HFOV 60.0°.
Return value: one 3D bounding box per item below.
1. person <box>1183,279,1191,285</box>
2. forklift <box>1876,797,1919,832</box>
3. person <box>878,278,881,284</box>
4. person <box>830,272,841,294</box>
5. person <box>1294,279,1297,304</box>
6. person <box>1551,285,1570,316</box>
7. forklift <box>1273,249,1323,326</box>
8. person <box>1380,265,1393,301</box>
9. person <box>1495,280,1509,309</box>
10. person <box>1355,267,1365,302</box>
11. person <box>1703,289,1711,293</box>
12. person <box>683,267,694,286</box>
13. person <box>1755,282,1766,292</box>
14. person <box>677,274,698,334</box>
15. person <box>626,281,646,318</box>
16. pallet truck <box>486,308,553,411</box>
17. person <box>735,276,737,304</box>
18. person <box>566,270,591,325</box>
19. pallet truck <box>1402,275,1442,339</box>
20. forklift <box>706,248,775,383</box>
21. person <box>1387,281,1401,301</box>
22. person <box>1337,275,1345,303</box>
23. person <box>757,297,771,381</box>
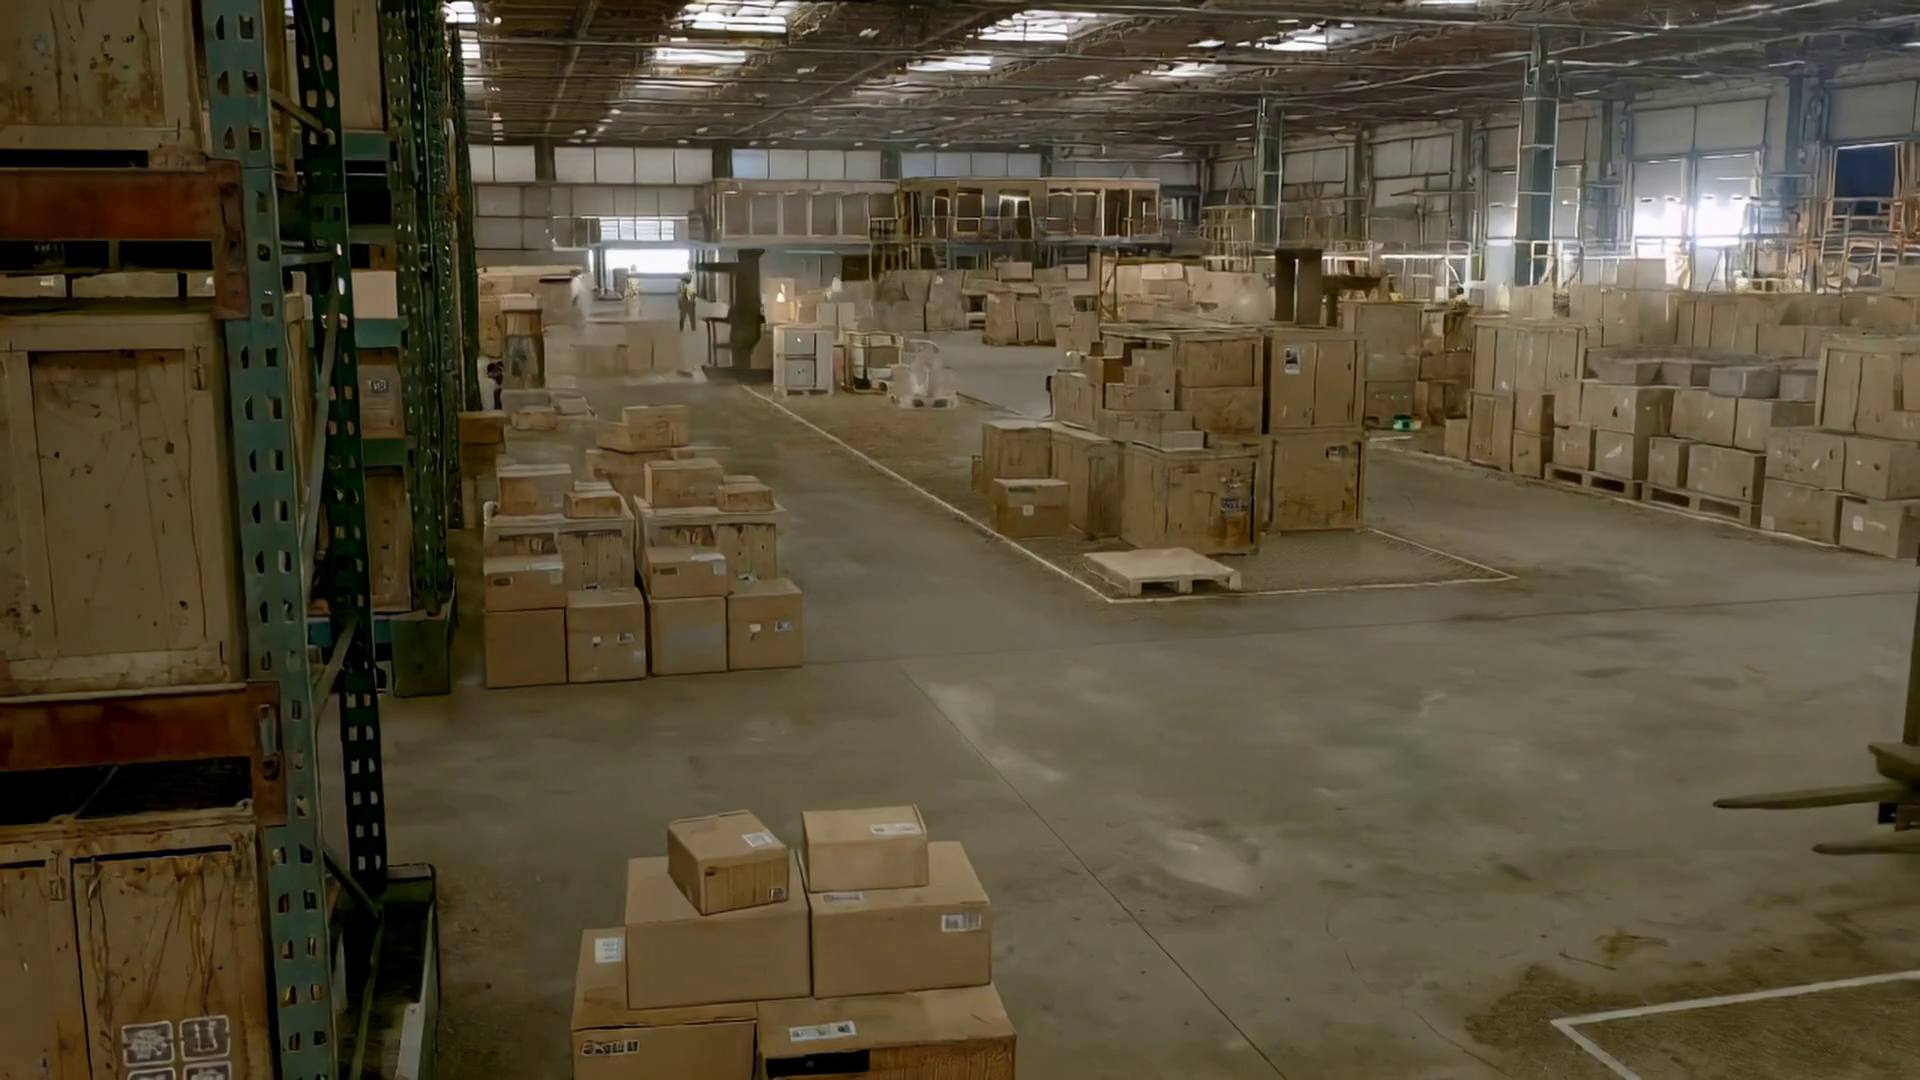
[{"bbox_3d":[6.527,-6.670,48.704,0.706,1.914,0.450,1,10,4],"label":"person"},{"bbox_3d":[5.553,0.092,7.654,1.873,2.768,1.129,-3,10,-15],"label":"forklift"},{"bbox_3d":[-2.721,-8.376,58.797,0.386,1.749,0.545,-3,10,-16],"label":"person"},{"bbox_3d":[-4.451,-8.722,60.263,1.038,1.937,0.631,5,11,25],"label":"person"},{"bbox_3d":[10.815,-7.518,53.577,0.636,1.896,0.674,-5,11,-25],"label":"person"},{"bbox_3d":[14.889,-5.362,41.269,0.616,1.929,0.374,4,11,20],"label":"person"},{"bbox_3d":[4.855,-2.824,24.162,1.873,2.768,1.129,-3,10,-15],"label":"forklift"},{"bbox_3d":[20.732,-12.366,80.836,0.615,1.945,0.404,7,12,33],"label":"person"},{"bbox_3d":[19.082,-8.299,58.518,0.540,1.695,0.317,-2,10,-11],"label":"person"},{"bbox_3d":[18.965,-12.062,79.273,0.594,1.890,0.962,-10,14,-44],"label":"person"},{"bbox_3d":[18.165,-5.217,40.695,0.502,1.829,0.458,0,10,-2],"label":"person"},{"bbox_3d":[-13.165,-12.287,80.571,0.572,1.883,0.353,5,11,26],"label":"person"},{"bbox_3d":[21.432,-5.996,44.863,0.550,1.909,0.545,-3,10,-16],"label":"person"},{"bbox_3d":[-8.983,-7.768,54.536,0.678,2.000,1.015,4,11,19],"label":"person"},{"bbox_3d":[-9.479,-6.637,48.606,0.597,1.888,0.939,-5,11,-26],"label":"person"},{"bbox_3d":[-6.242,-2.418,24.362,0.823,1.965,1.885,1,10,3],"label":"pallet truck"},{"bbox_3d":[-7.888,-8.583,59.710,0.845,1.837,0.564,6,12,31],"label":"person"},{"bbox_3d":[-13.933,-8.824,60.595,0.838,2.017,0.630,0,10,-2],"label":"person"},{"bbox_3d":[14.620,-7.324,52.145,0.823,1.965,1.885,8,13,40],"label":"pallet truck"},{"bbox_3d":[-4.407,-4.767,35.169,1.873,2.768,1.129,-3,10,-15],"label":"forklift"},{"bbox_3d":[12.089,-6.278,46.442,0.380,1.918,0.596,7,12,36],"label":"person"},{"bbox_3d":[13.986,-8.851,61.324,0.662,1.802,0.896,-3,10,-16],"label":"person"},{"bbox_3d":[-4.335,-4.344,35.807,0.504,1.812,0.983,-4,11,-20],"label":"person"}]
